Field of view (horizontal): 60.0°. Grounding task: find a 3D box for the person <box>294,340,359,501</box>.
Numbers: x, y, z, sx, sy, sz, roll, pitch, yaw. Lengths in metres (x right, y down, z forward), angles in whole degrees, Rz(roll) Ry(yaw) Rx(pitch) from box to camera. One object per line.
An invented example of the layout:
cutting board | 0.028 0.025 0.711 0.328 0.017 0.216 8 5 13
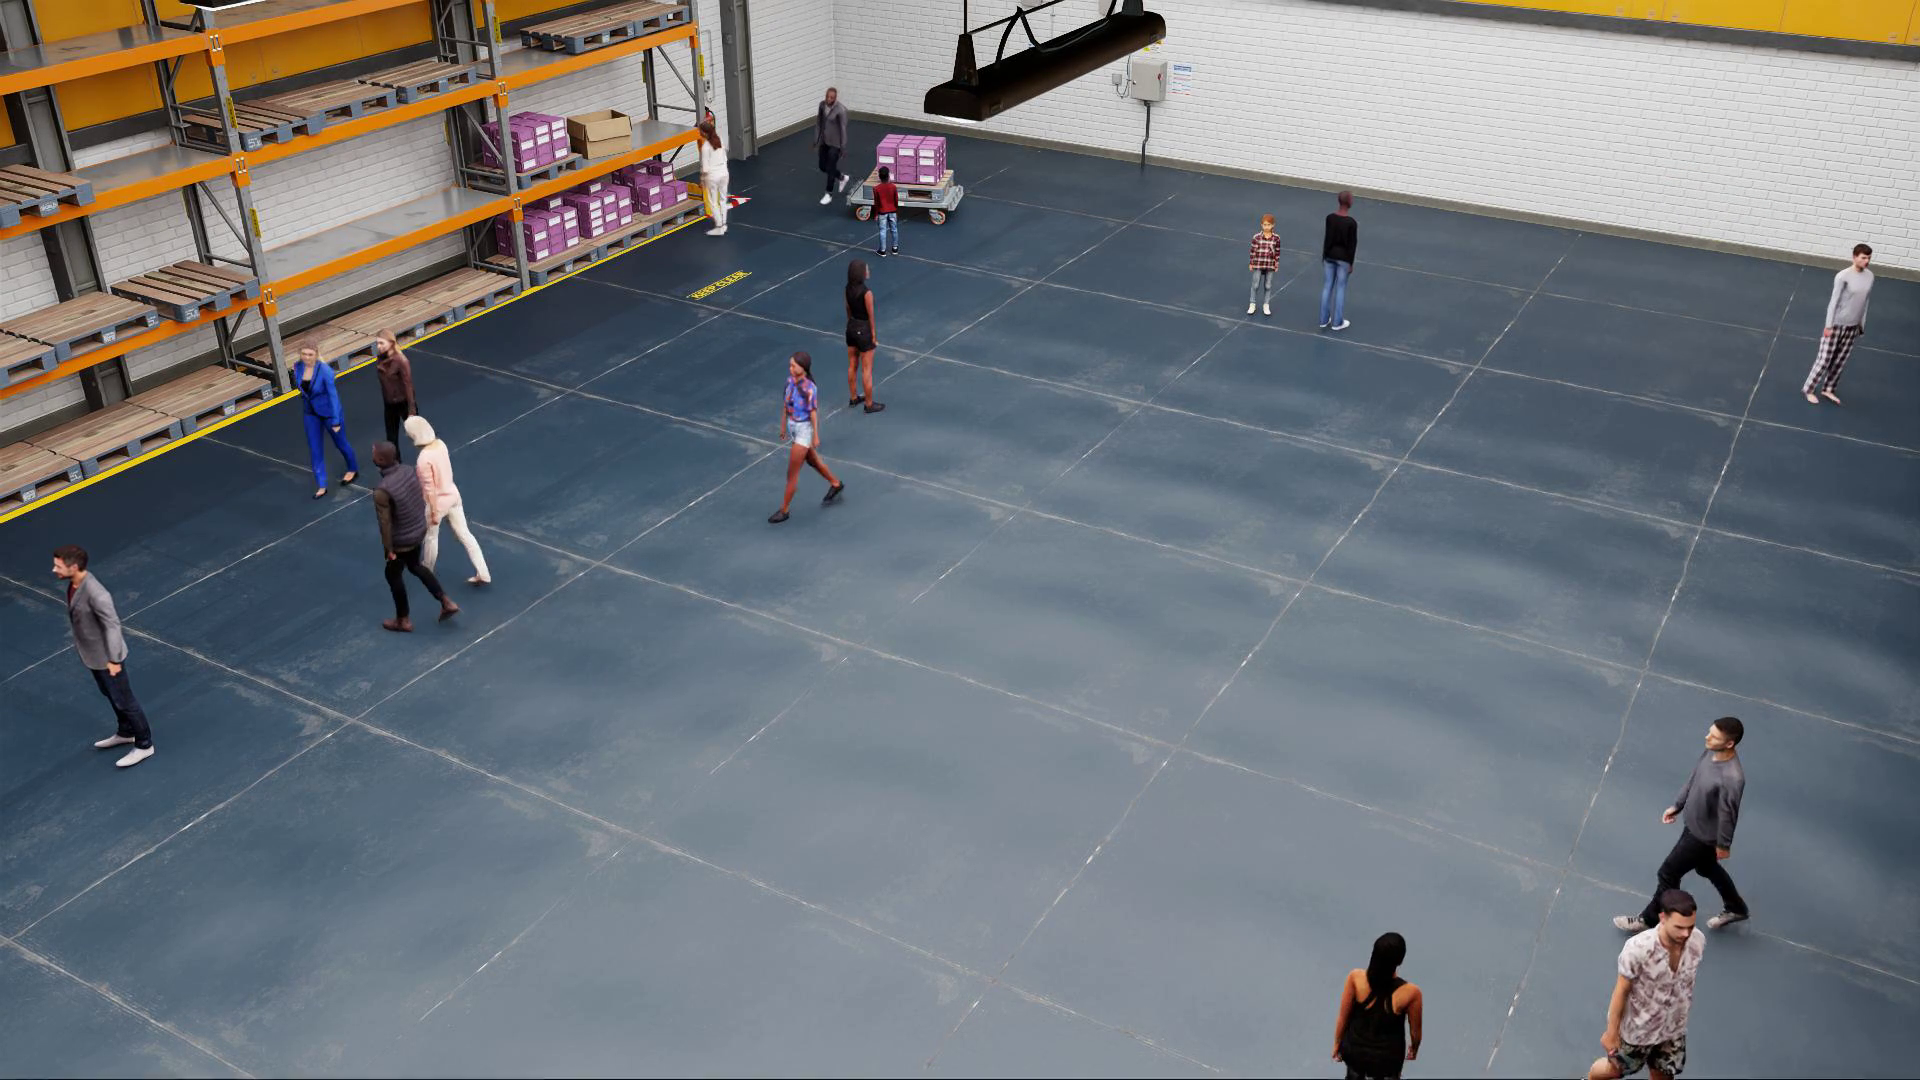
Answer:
person | -6.391 -1.285 16.801 0.830 1.669 1.023 8 30 14

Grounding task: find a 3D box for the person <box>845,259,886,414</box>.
person | -1.111 -2.285 18.557 0.629 1.742 0.665 -24 37 -37

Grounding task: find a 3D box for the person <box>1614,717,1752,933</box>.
person | 4.960 1.895 10.904 0.941 1.734 1.137 5 29 9

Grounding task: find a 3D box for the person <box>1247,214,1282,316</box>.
person | 3.904 -3.542 21.319 0.602 1.305 0.611 4 29 7

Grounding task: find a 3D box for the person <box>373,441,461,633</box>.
person | -4.730 -0.028 14.336 0.869 1.822 0.912 7 29 13

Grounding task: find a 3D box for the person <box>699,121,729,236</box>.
person | -3.519 -5.277 24.126 0.532 1.662 0.772 -21 35 -33

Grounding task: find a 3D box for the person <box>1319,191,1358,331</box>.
person | 4.717 -3.497 20.774 0.629 1.746 0.589 22 36 35

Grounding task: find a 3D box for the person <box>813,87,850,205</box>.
person | -1.910 -6.058 25.433 0.868 1.782 0.982 25 38 38

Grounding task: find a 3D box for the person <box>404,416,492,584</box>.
person | -4.612 -0.322 15.036 0.905 1.668 1.131 7 29 13

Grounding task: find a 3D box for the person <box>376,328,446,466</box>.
person | -5.640 -1.373 16.949 0.642 1.681 1.046 14 31 24

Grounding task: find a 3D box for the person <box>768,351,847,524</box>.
person | -1.474 -1.041 16.321 1.260 1.700 0.895 -22 35 -34

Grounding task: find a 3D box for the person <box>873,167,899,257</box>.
person | -1.028 -4.612 23.334 0.580 1.254 0.645 -8 30 -15

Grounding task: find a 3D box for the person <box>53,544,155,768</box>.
person | -6.533 0.852 12.672 0.741 1.871 0.670 25 37 37

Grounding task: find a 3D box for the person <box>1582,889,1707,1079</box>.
person | 3.854 2.661 9.432 1.026 1.797 1.110 -5 29 -9

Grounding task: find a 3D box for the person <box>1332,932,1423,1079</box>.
person | 2.258 2.886 9.188 0.650 1.637 0.969 12 31 21

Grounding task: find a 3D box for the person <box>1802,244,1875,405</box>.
person | 9.945 -2.457 18.758 0.699 1.852 0.745 -6 29 -10
